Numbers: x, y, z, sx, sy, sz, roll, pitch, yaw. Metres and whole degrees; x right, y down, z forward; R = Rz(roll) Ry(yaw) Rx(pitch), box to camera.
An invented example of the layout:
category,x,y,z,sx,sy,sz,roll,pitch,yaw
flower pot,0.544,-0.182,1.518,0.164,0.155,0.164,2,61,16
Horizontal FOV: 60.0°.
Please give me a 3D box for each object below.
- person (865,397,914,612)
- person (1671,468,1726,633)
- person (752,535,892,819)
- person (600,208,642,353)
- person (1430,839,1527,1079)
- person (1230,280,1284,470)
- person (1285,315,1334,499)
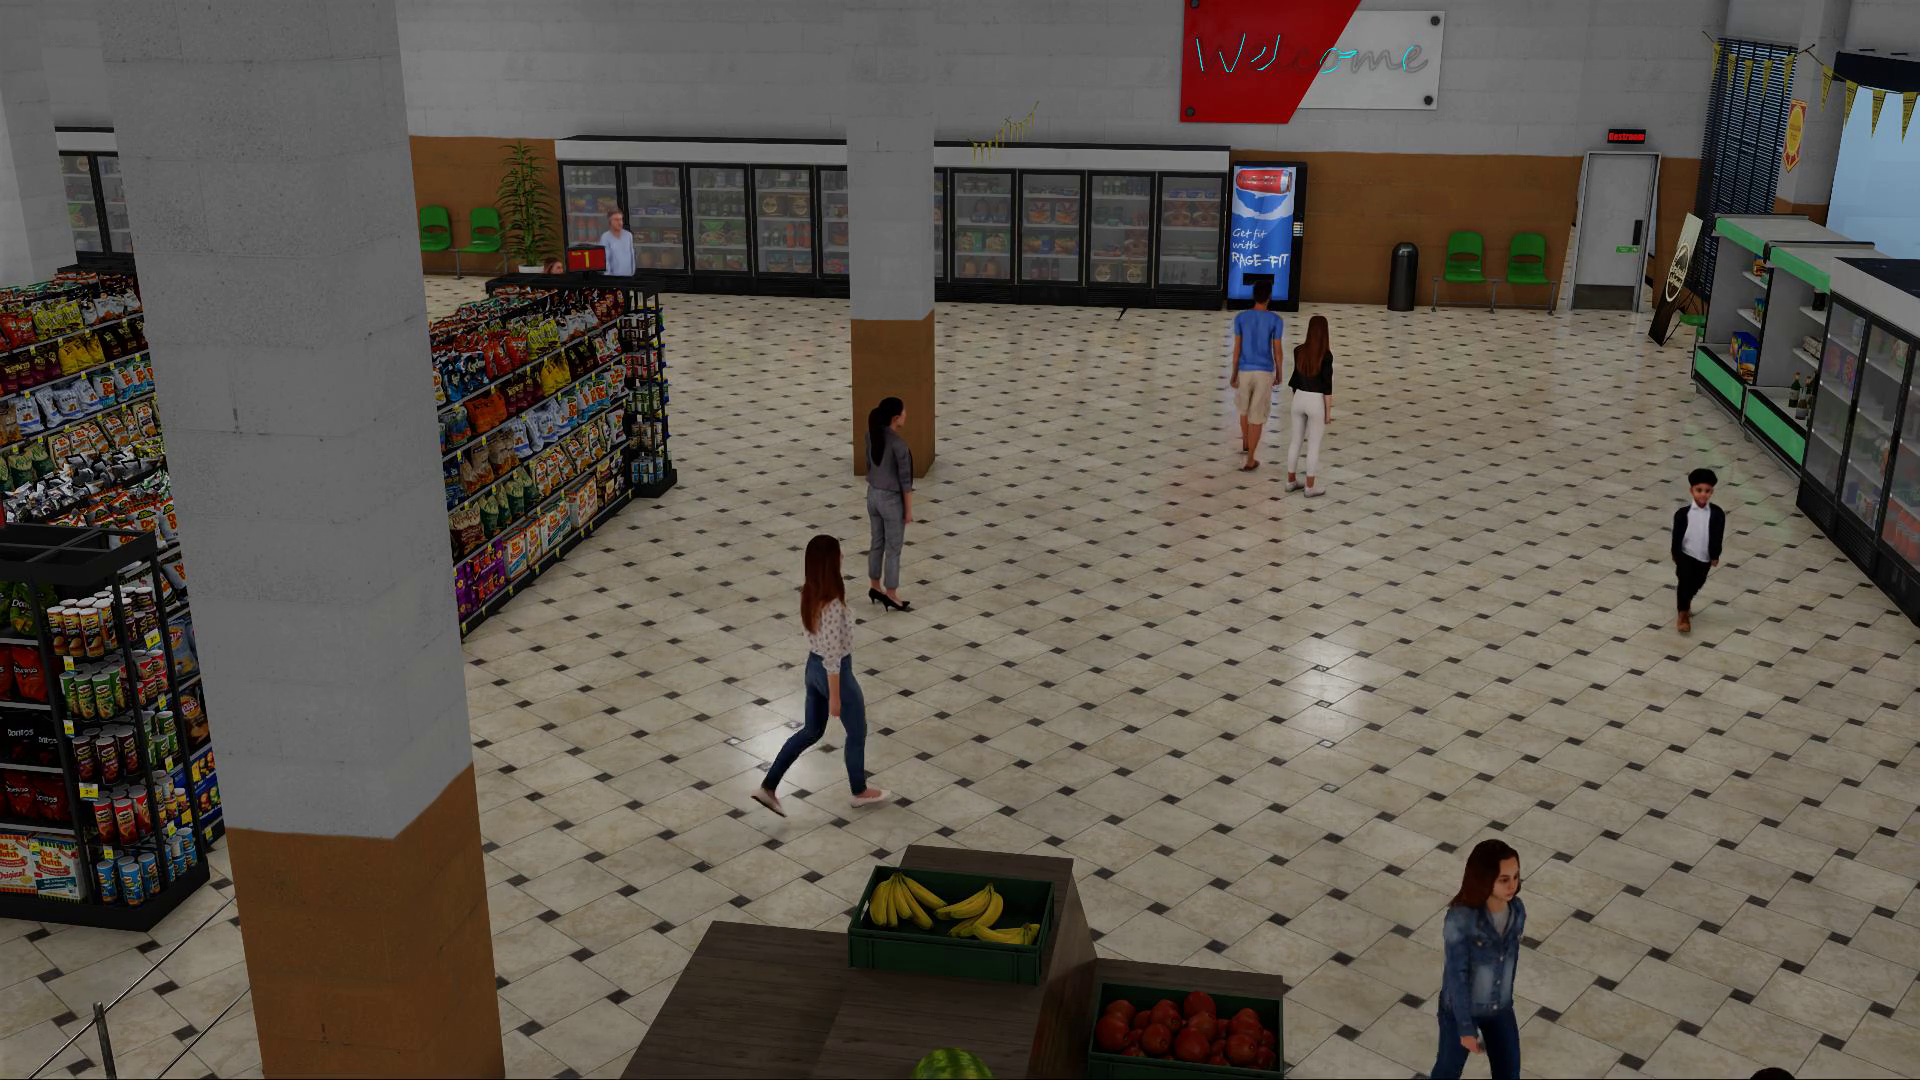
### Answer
category,x,y,z,sx,sy,sz,roll,pitch,yaw
person,-0.565,-0.271,12.680,0.755,1.673,0.721,-17,25,-41
person,5.502,0.054,12.445,0.565,1.207,0.846,6,19,16
person,-0.828,0.807,9.442,1.060,1.700,1.073,-10,21,-27
person,-4.436,-3.330,21.446,0.917,1.870,0.972,-14,23,-35
person,2.032,1.849,6.724,0.777,1.462,0.892,-7,20,-19
person,2.895,-1.598,16.373,0.817,1.829,1.174,7,20,21
person,3.268,-1.259,15.571,0.669,1.699,0.694,17,25,41
